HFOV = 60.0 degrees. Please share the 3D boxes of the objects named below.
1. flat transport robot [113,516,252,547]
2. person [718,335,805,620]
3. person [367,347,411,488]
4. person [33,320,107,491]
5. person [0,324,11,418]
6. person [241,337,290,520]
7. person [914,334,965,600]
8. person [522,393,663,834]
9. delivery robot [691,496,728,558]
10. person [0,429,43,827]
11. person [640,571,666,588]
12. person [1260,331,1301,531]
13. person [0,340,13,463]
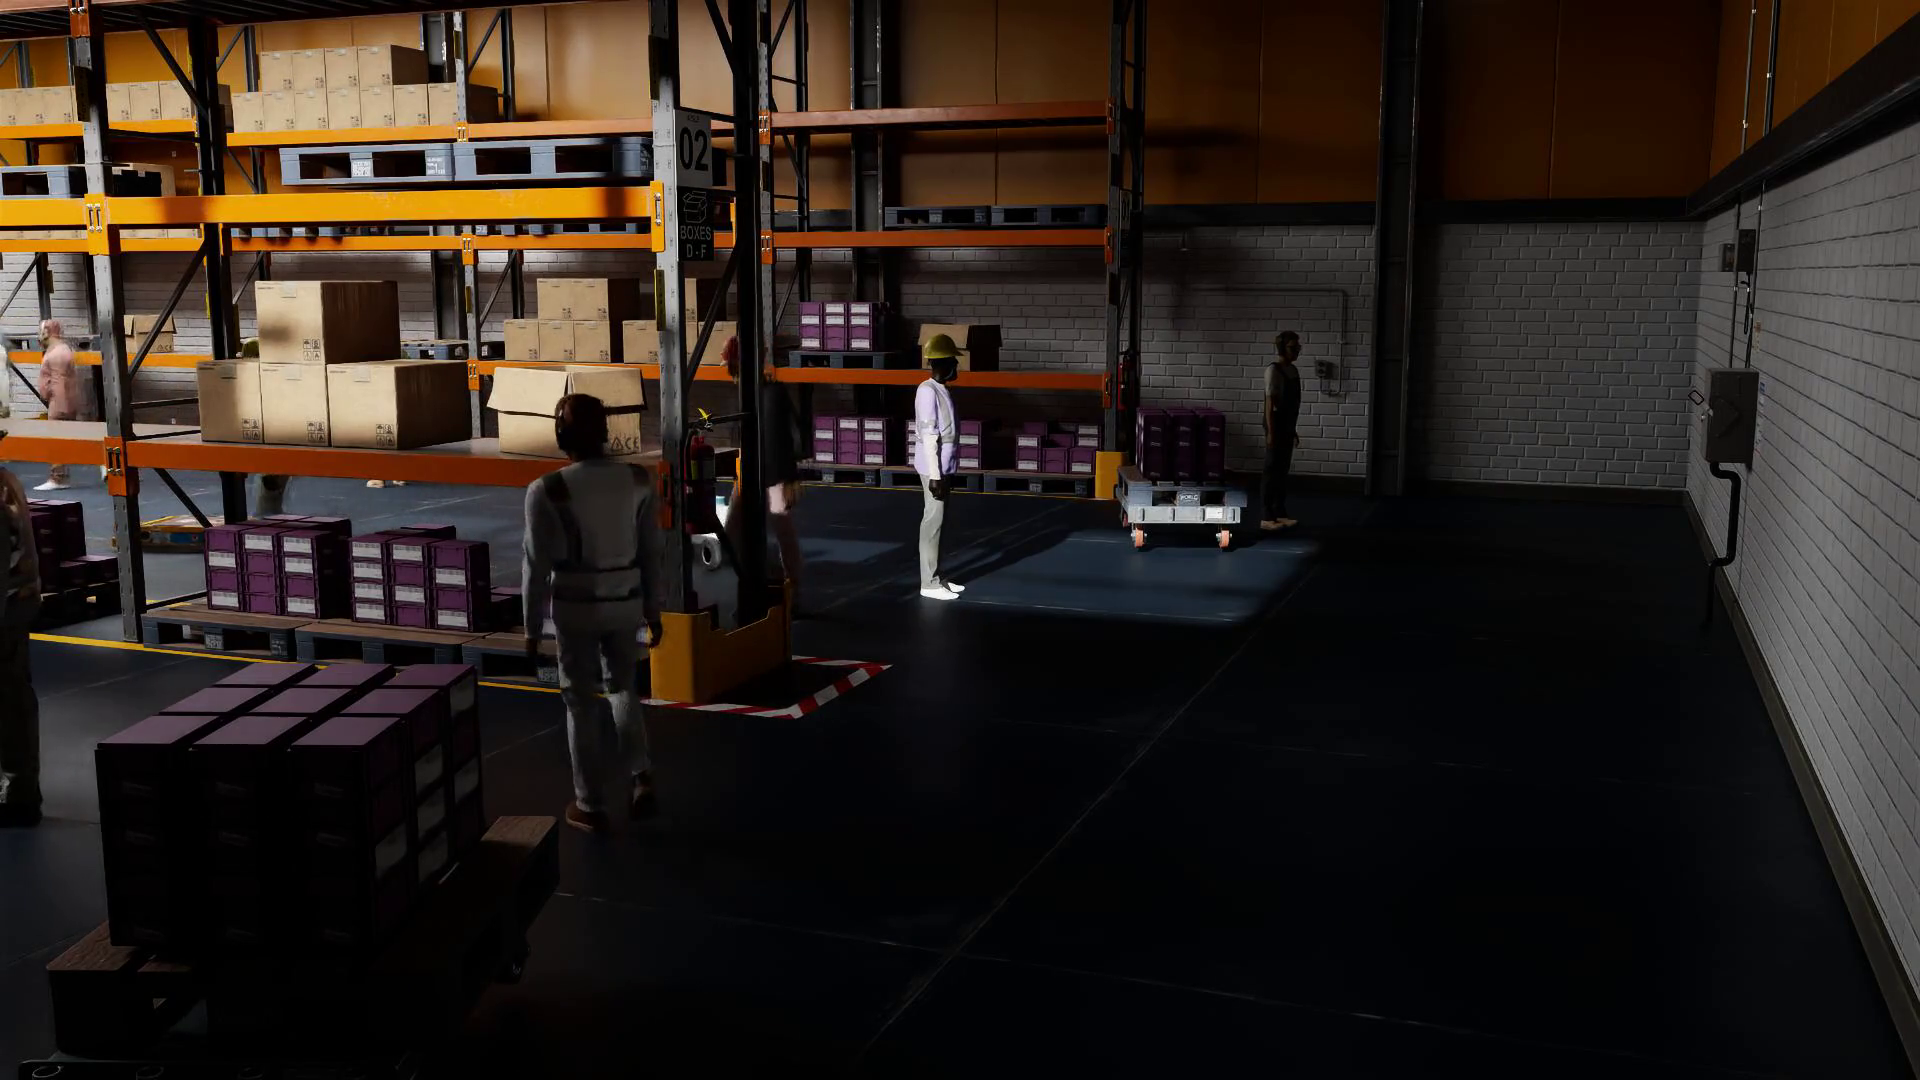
[{"bbox_3d":[-6.495,-0.071,14.440,1.431,0.197,0.652,1,9,6],"label":"flat transport robot"},{"bbox_3d":[-1.340,-0.407,11.311,0.744,1.951,0.634,7,11,36],"label":"person"},{"bbox_3d":[-6.408,-1.501,18.502,0.429,1.846,0.627,8,12,40],"label":"person"},{"bbox_3d":[-9.836,-1.494,18.354,0.746,1.876,0.681,-5,10,-28],"label":"person"},{"bbox_3d":[-10.847,-1.529,18.451,0.649,1.915,0.604,2,9,12],"label":"person"},{"bbox_3d":[-5.212,-0.607,12.742,0.545,1.896,0.592,-1,9,-3],"label":"person"},{"bbox_3d":[-0.151,-0.537,12.173,0.354,1.931,0.587,1,9,8],"label":"person"},{"bbox_3d":[-1.523,0.322,6.941,0.611,1.874,0.444,-6,11,-35],"label":"person"},{"bbox_3d":[-1.955,-0.111,13.511,0.477,0.478,0.707,-7,11,-37],"label":"delivery robot"},{"bbox_3d":[-4.165,0.314,7.132,0.404,1.834,0.591,-4,10,-23],"label":"person"},{"bbox_3d":[-2.220,-0.197,11.095,0.874,1.591,0.523,3,9,17],"label":"person"},{"bbox_3d":[2.993,-1.014,15.435,0.350,1.846,0.506,7,11,38],"label":"person"},{"bbox_3d":[-12.293,-1.901,20.910,1.012,1.890,0.640,3,10,20],"label":"person"}]
